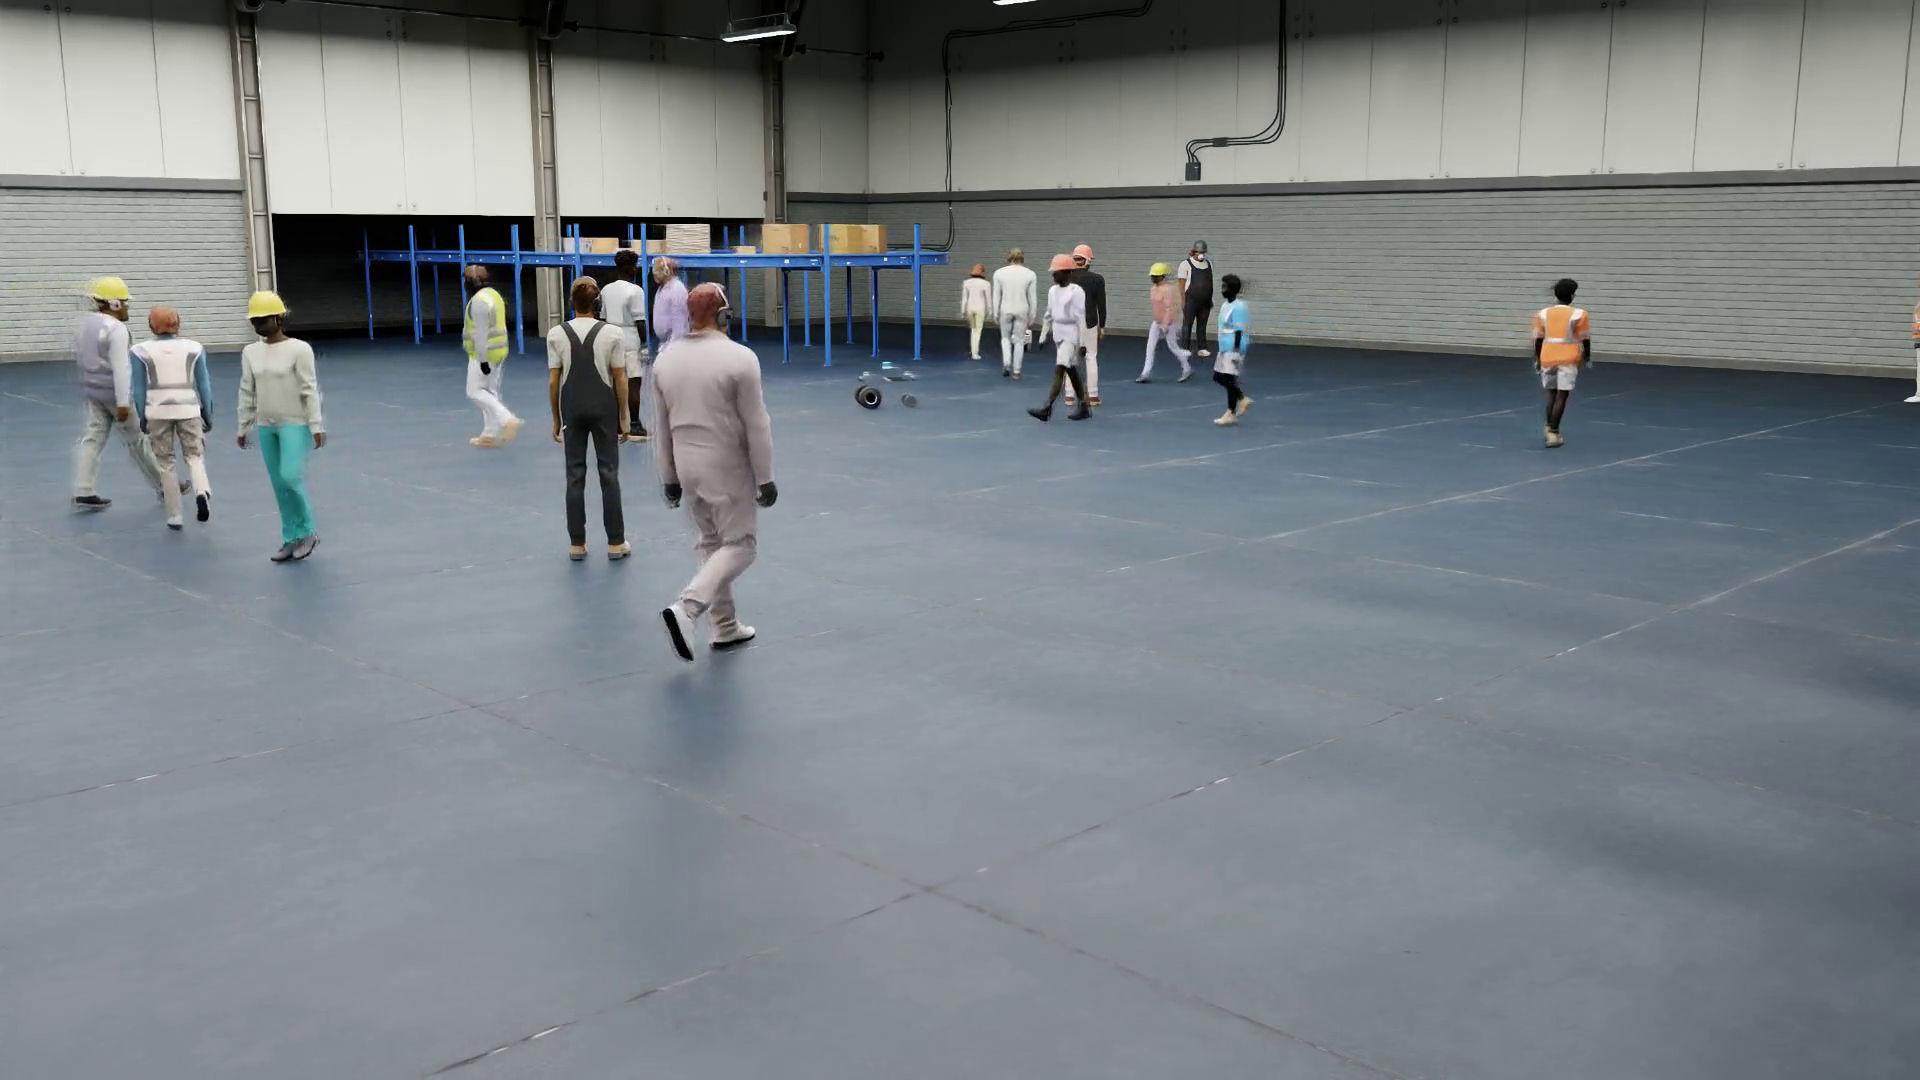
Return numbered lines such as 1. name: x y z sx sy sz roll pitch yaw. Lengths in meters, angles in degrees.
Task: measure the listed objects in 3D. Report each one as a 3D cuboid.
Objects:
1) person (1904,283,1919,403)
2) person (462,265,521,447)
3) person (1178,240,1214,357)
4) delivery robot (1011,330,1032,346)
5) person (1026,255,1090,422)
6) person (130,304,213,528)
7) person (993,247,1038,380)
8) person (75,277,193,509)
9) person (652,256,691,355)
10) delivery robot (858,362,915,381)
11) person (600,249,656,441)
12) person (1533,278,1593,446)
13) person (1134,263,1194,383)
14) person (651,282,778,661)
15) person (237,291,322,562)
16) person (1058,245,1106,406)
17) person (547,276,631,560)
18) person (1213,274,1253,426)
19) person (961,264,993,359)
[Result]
1. person: 12.206 -2.554 21.046 0.309 1.641 0.513 8 13 37
2. person: -4.710 -1.837 16.642 0.508 1.823 0.622 1 10 4
3. person: 4.181 -4.216 29.132 0.682 2.000 0.538 -4 11 -23
4. delivery robot: 1.060 -3.755 30.421 0.477 0.478 0.707 -3 11 -16
5. person: 1.134 -2.287 18.911 1.014 1.878 0.559 -7 12 -33
6. person: -5.650 -0.882 11.980 0.511 1.623 0.475 -6 12 -31
7. person: 0.817 -3.327 24.470 0.653 1.927 0.454 1 10 7
8. person: -6.547 -1.147 12.976 0.604 1.781 0.928 7 13 35
9. person: -3.150 -2.177 18.321 0.462 1.886 0.686 -6 12 -28
10. delivery robot: -0.916 -2.097 20.671 0.698 0.223 0.335 -2 11 -11
11. person: -3.459 -2.028 17.287 0.618 1.964 0.361 8 13 35
12. person: 6.122 -1.800 16.834 0.630 1.673 0.540 -10 14 -42
13. person: 2.961 -3.125 23.934 0.902 1.721 0.532 -6 12 -29
14. person: -1.251 -0.341 8.320 0.655 1.882 0.740 7 13 35
15. person: -4.421 -0.726 10.757 0.560 1.749 0.426 3 11 17
16. person: 1.522 -2.687 20.808 0.616 1.990 0.393 2 11 11
17. person: -2.431 -0.797 10.906 0.505 1.845 0.345 0 10 -3
18. person: 3.047 -2.123 18.553 0.414 1.681 0.547 -2 11 -8
19. person: 0.320 -3.917 28.527 0.536 1.611 0.560 5 12 27
